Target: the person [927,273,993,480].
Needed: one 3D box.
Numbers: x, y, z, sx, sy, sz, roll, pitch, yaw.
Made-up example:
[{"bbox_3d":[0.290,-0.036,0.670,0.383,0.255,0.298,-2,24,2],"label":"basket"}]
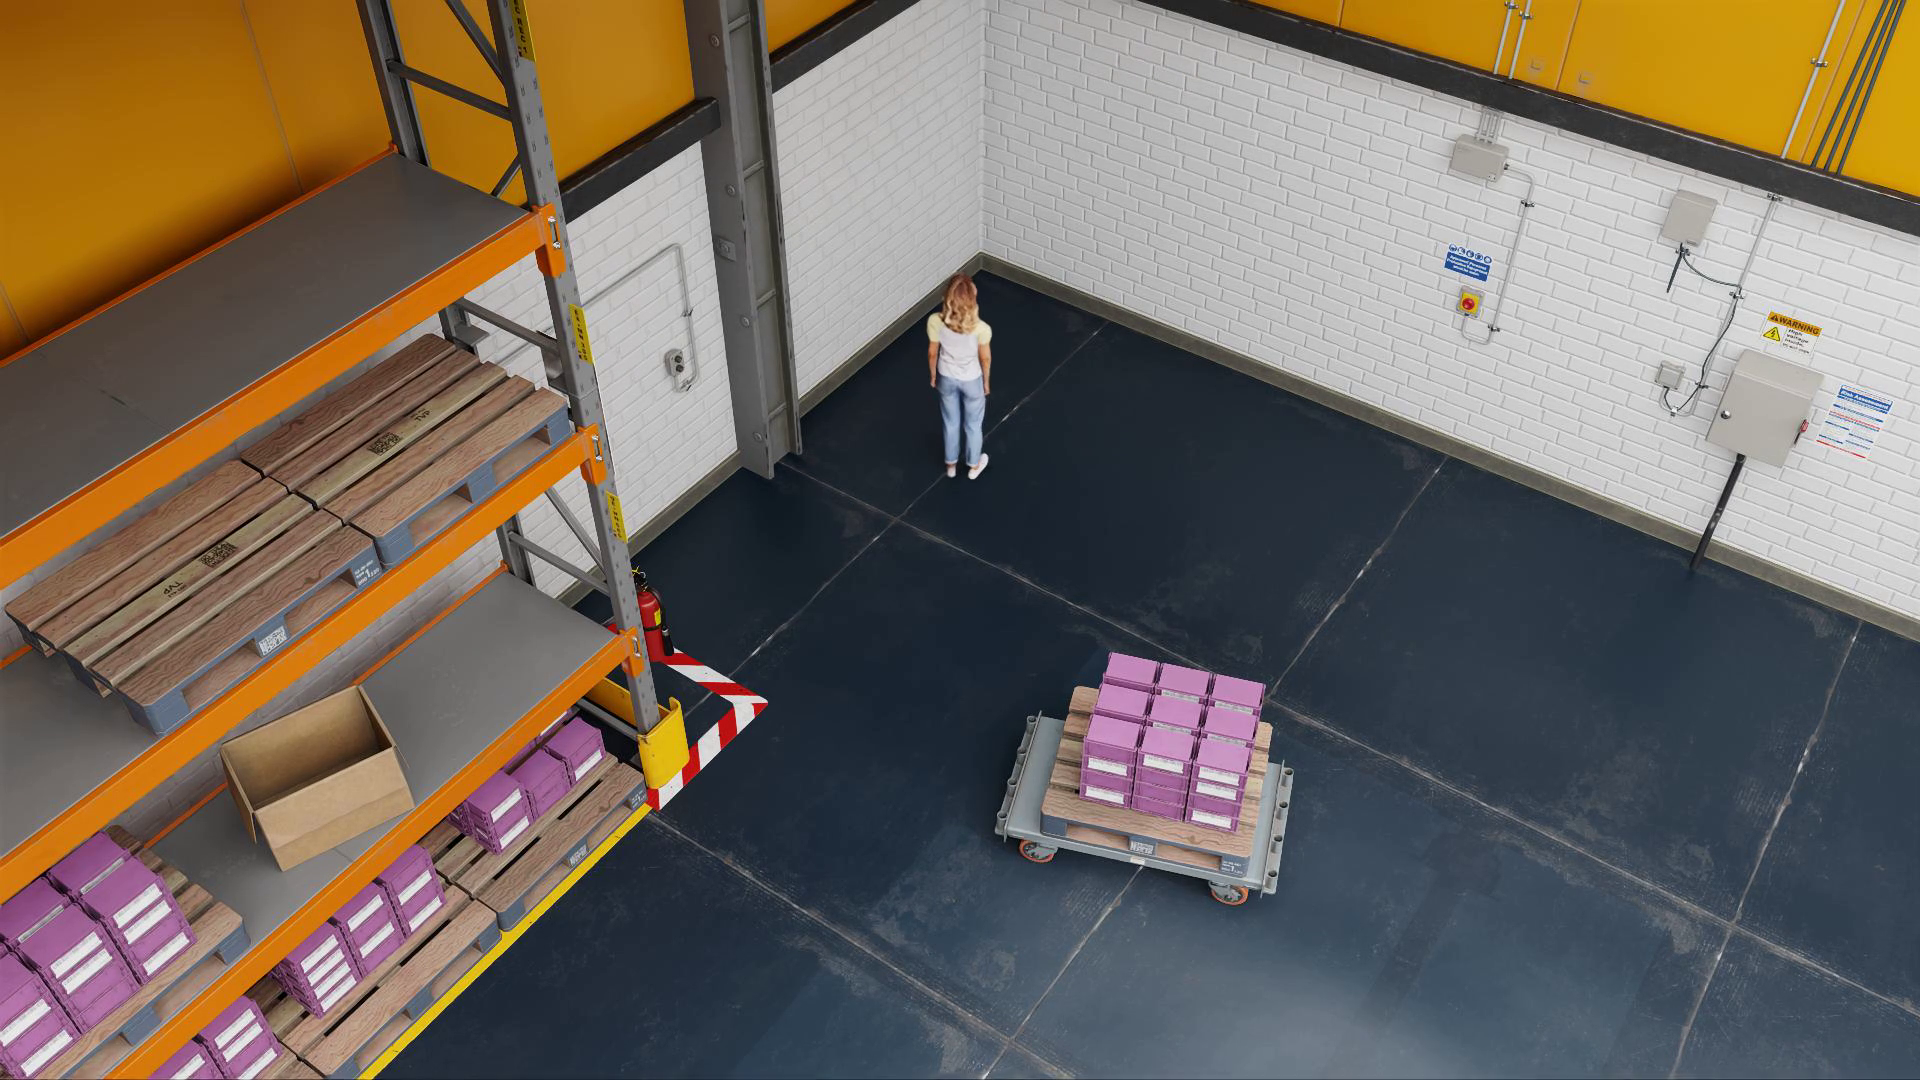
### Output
[{"bbox_3d":[0.005,-1.145,11.868,0.694,1.722,0.669,9,44,9],"label":"person"}]
